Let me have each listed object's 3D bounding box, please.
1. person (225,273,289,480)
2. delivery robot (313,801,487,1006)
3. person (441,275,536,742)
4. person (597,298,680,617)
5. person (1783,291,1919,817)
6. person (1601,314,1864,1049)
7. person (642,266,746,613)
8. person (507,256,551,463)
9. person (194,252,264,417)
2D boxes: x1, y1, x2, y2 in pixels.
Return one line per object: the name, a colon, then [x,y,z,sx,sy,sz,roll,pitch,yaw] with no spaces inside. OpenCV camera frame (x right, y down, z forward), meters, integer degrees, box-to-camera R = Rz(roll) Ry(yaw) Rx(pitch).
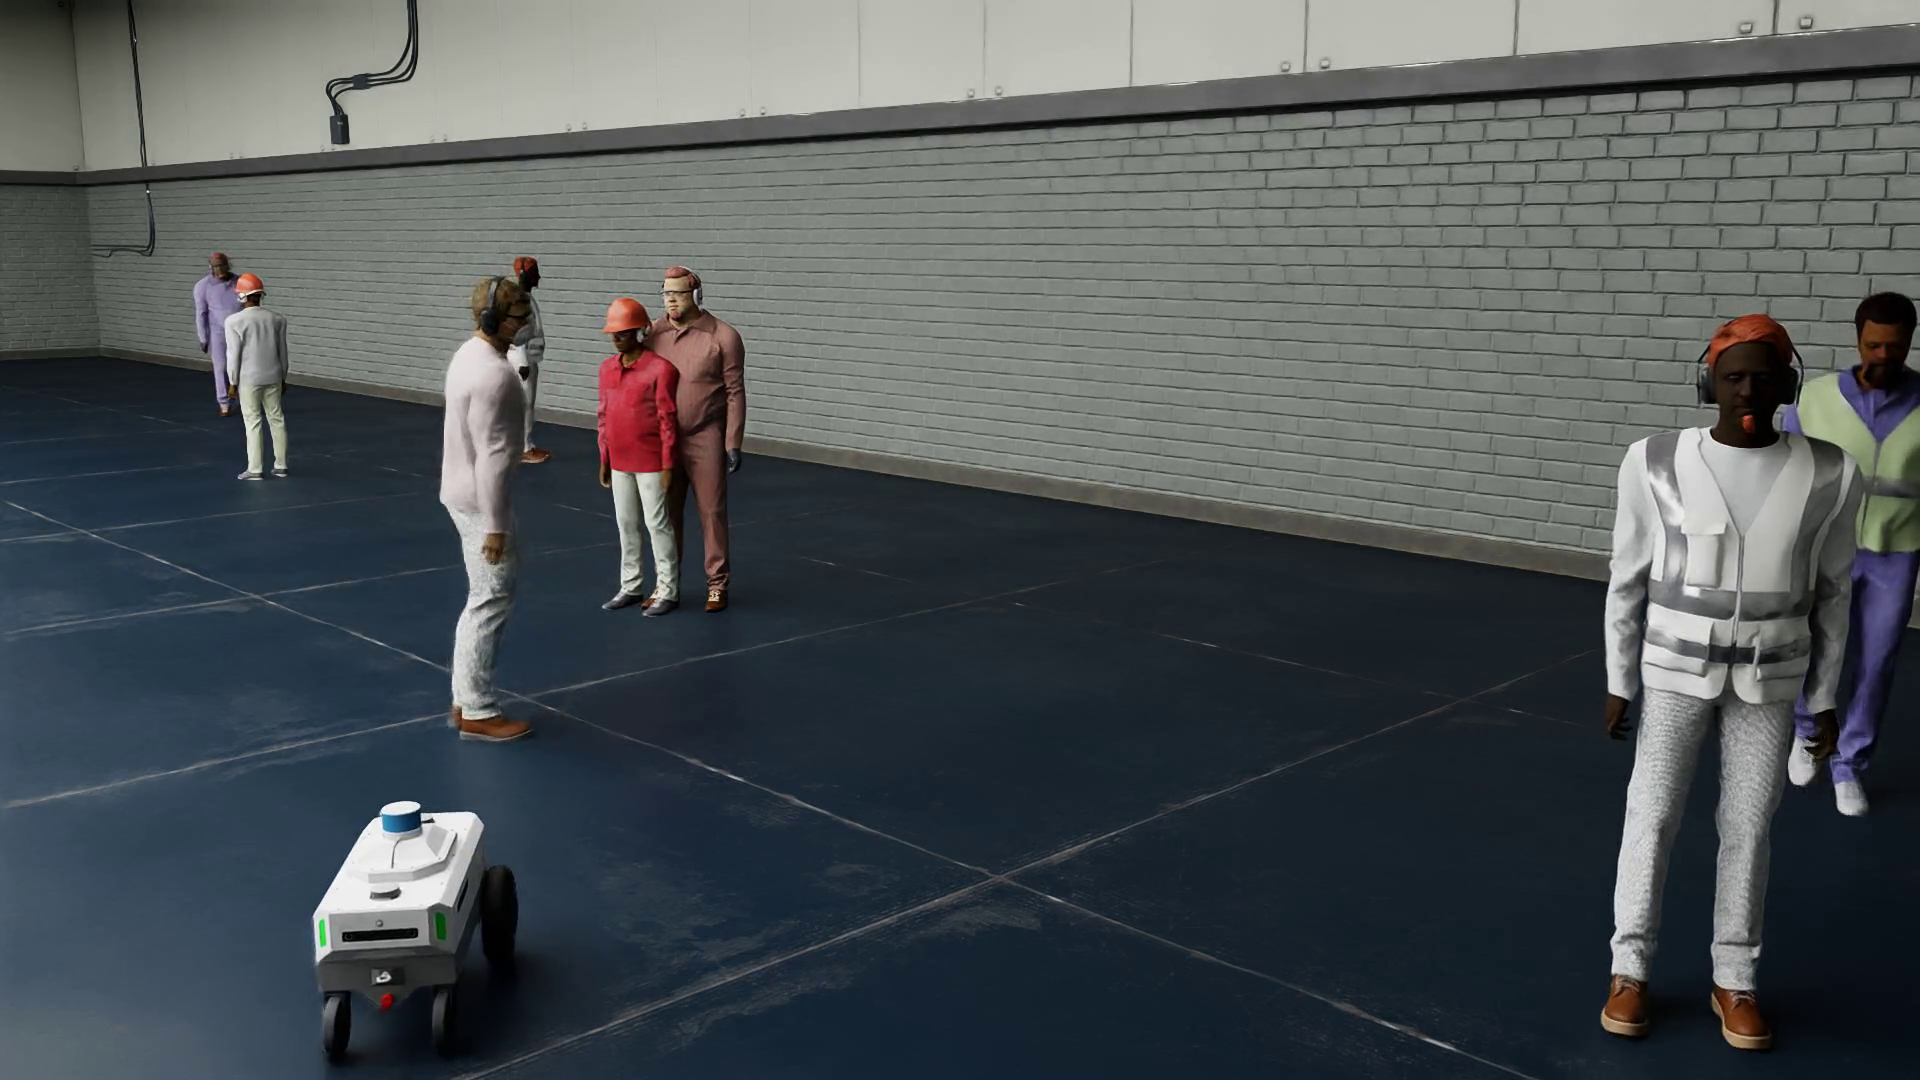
person: [-6.000,-1.392,14.206,0.318,1.756,0.563,7,13,34]
delivery robot: [-1.490,0.948,4.472,0.477,0.478,0.707,-2,11,-8]
person: [-1.948,-0.121,6.840,0.447,1.918,0.669,-4,11,-20]
person: [-1.782,-0.449,9.109,0.565,1.742,0.352,7,12,34]
person: [3.234,0.057,5.964,0.597,1.892,0.456,4,11,21]
person: [1.949,0.370,4.259,0.575,1.881,0.356,3,11,16]
person: [-1.513,-0.546,9.189,0.655,1.906,0.407,2,11,12]
person: [-3.985,-1.657,15.306,0.337,1.882,0.584,-1,10,-6]
person: [-8.380,-2.347,19.068,0.669,1.889,0.414,-7,13,-35]
